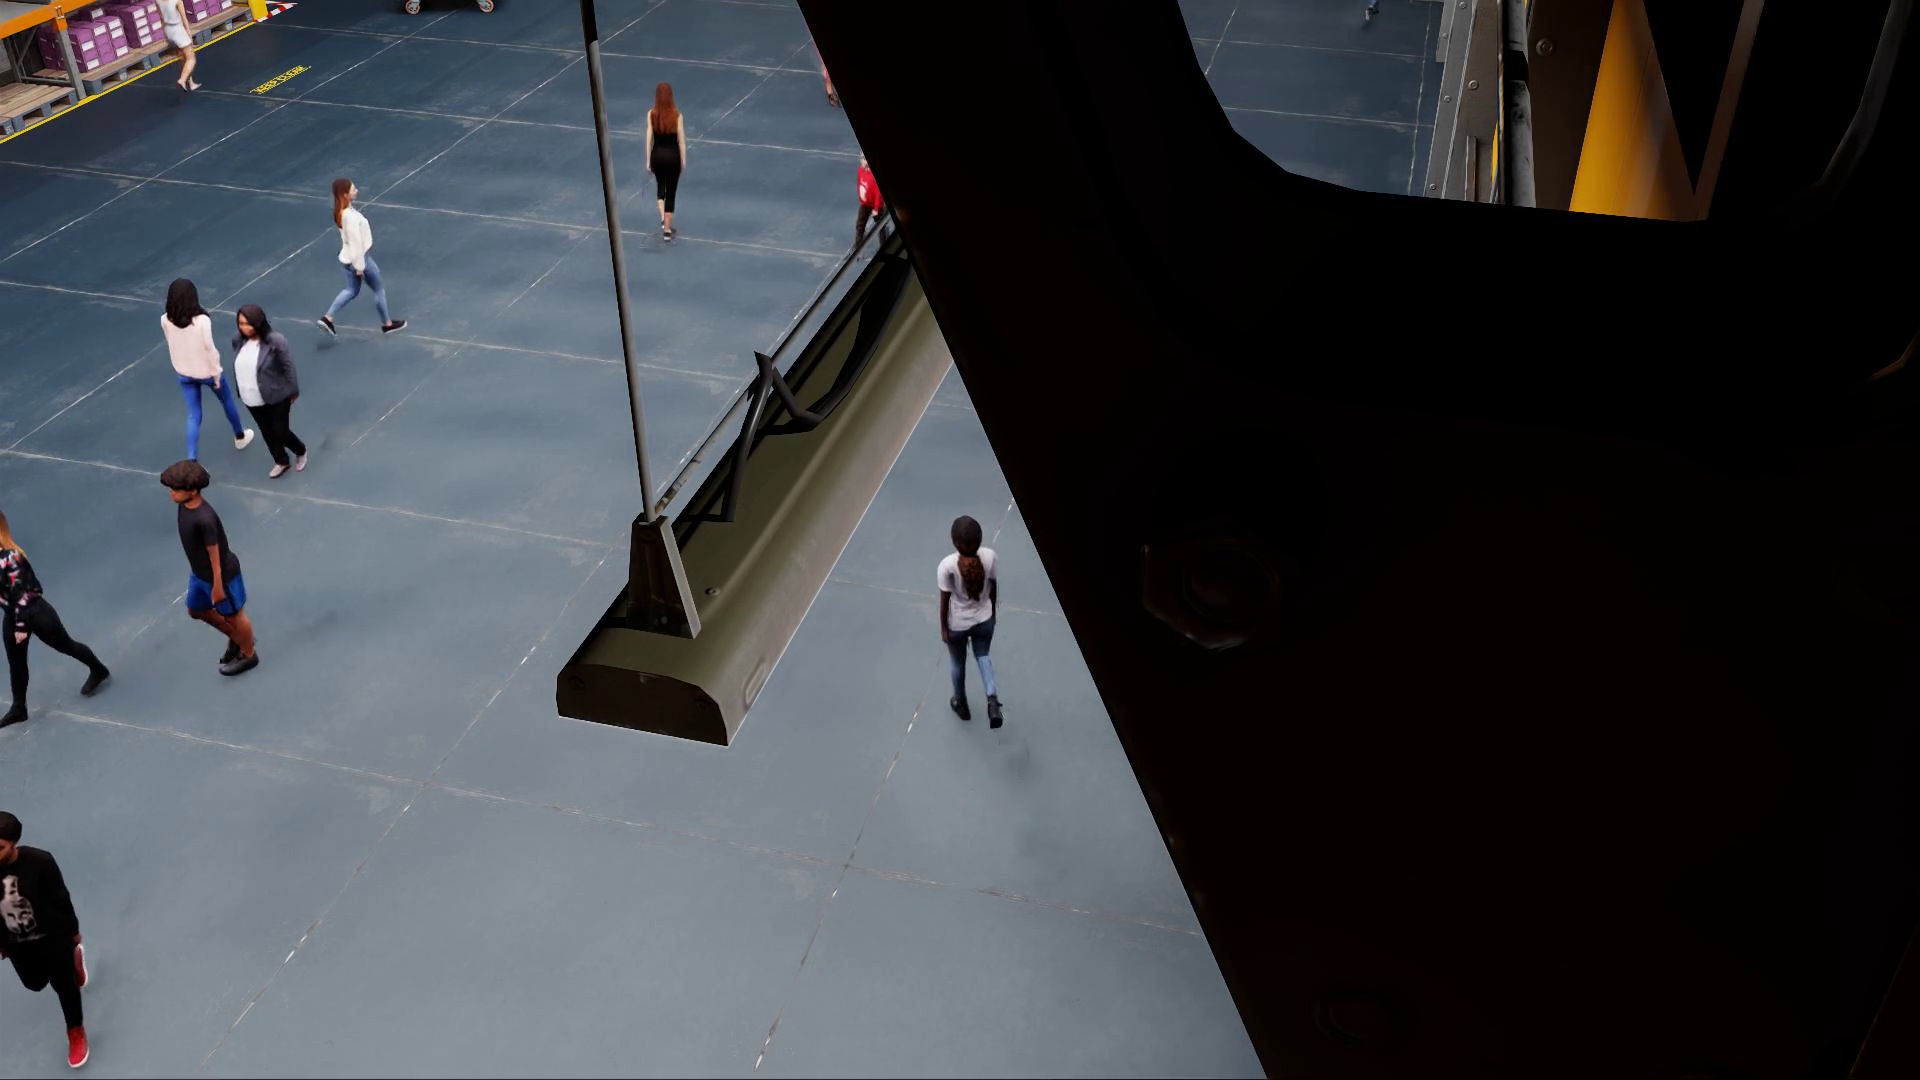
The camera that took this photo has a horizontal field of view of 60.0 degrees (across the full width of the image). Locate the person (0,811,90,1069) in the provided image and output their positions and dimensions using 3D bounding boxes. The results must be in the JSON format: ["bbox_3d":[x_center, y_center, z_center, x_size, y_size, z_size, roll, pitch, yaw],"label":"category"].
[{"bbox_3d":[-5.035,2.100,9.093,0.873,1.657,1.025,-9,35,-13],"label":"person"}]

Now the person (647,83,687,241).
[{"bbox_3d":[-3.295,-4.181,18.504,0.611,1.701,0.775,3,34,5],"label":"person"}]

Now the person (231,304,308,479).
[{"bbox_3d":[-5.914,-1.299,14.271,0.660,1.586,0.655,7,34,10],"label":"person"}]

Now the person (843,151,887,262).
[{"bbox_3d":[-0.925,-3.673,18.141,0.674,1.256,0.900,20,38,27],"label":"person"}]

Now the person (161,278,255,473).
[{"bbox_3d":[-6.553,-1.351,14.223,0.787,1.726,1.204,2,34,3],"label":"person"}]

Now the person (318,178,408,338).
[{"bbox_3d":[-6.007,-2.726,16.348,1.135,1.665,1.002,-22,39,-29],"label":"person"}]

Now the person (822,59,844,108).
[{"bbox_3d":[-1.740,-6.357,22.407,0.635,1.004,0.755,-10,35,-14],"label":"person"}]

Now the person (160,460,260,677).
[{"bbox_3d":[-5.251,0.171,11.879,0.754,1.786,0.771,29,43,36],"label":"person"}]

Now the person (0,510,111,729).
[{"bbox_3d":[-6.387,0.479,11.546,0.797,1.642,1.132,20,38,27],"label":"person"}]

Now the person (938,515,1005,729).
[{"bbox_3d":[0.099,0.602,11.297,0.864,1.713,0.967,-12,35,-17],"label":"person"}]

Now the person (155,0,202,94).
[{"bbox_3d":[-10.668,-6.835,22.591,0.590,1.596,0.839,5,34,8],"label":"person"}]
